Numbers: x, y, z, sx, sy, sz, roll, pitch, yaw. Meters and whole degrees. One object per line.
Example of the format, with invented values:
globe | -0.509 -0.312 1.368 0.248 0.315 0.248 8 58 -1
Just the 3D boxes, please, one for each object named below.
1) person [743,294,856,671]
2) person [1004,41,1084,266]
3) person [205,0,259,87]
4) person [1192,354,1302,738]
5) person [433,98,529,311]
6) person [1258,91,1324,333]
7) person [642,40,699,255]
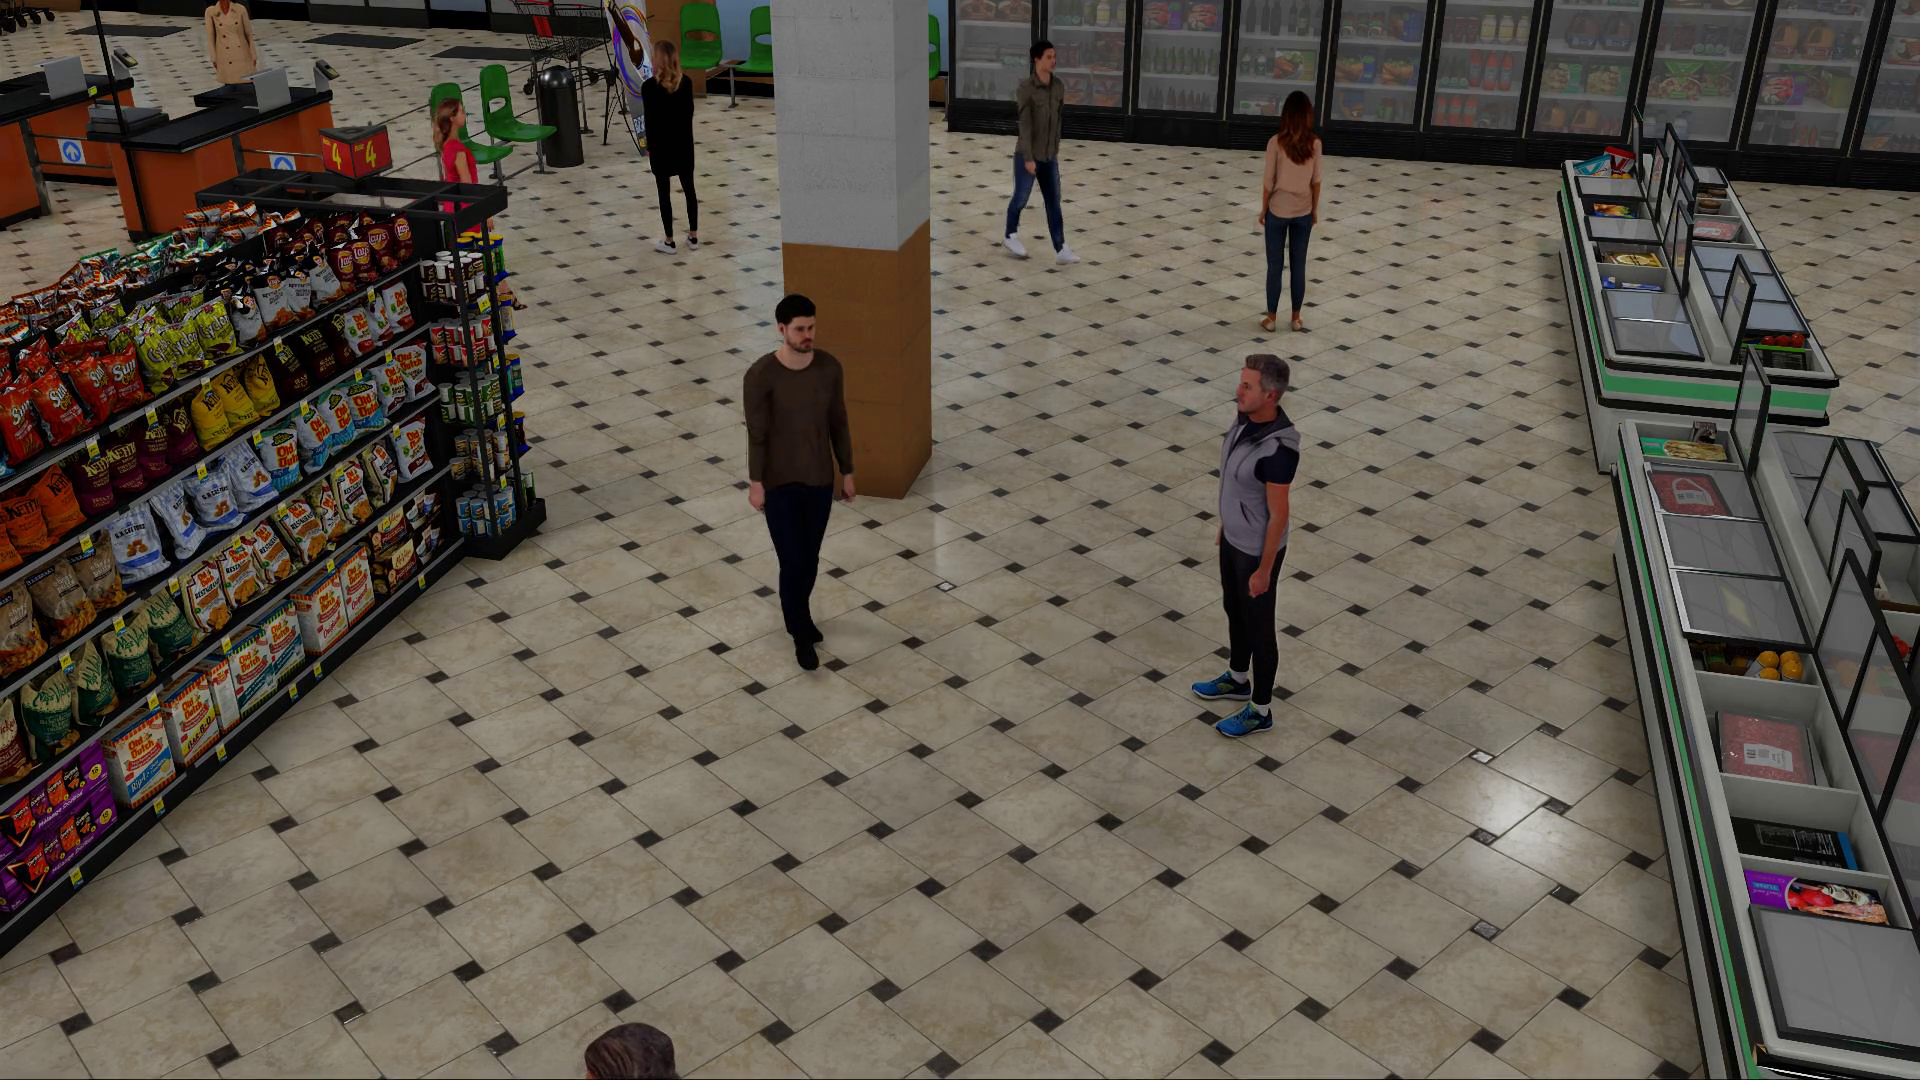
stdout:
person | -0.840 -0.334 8.191 0.891 1.866 0.950 -15 31 -28
person | 0.578 -3.224 13.943 1.210 1.818 1.191 -20 33 -34
person | -7.869 -5.223 18.036 0.708 1.682 0.731 -10 29 -19
person | 1.334 0.015 7.546 0.837 1.827 0.687 -5 27 -11
person | -3.842 -2.428 12.527 1.000 1.679 1.062 -9 28 -16
person | 2.462 -2.443 12.434 0.649 1.789 0.608 0 27 0
person | -2.466 -3.356 14.226 0.669 1.799 0.742 -17 31 -30
